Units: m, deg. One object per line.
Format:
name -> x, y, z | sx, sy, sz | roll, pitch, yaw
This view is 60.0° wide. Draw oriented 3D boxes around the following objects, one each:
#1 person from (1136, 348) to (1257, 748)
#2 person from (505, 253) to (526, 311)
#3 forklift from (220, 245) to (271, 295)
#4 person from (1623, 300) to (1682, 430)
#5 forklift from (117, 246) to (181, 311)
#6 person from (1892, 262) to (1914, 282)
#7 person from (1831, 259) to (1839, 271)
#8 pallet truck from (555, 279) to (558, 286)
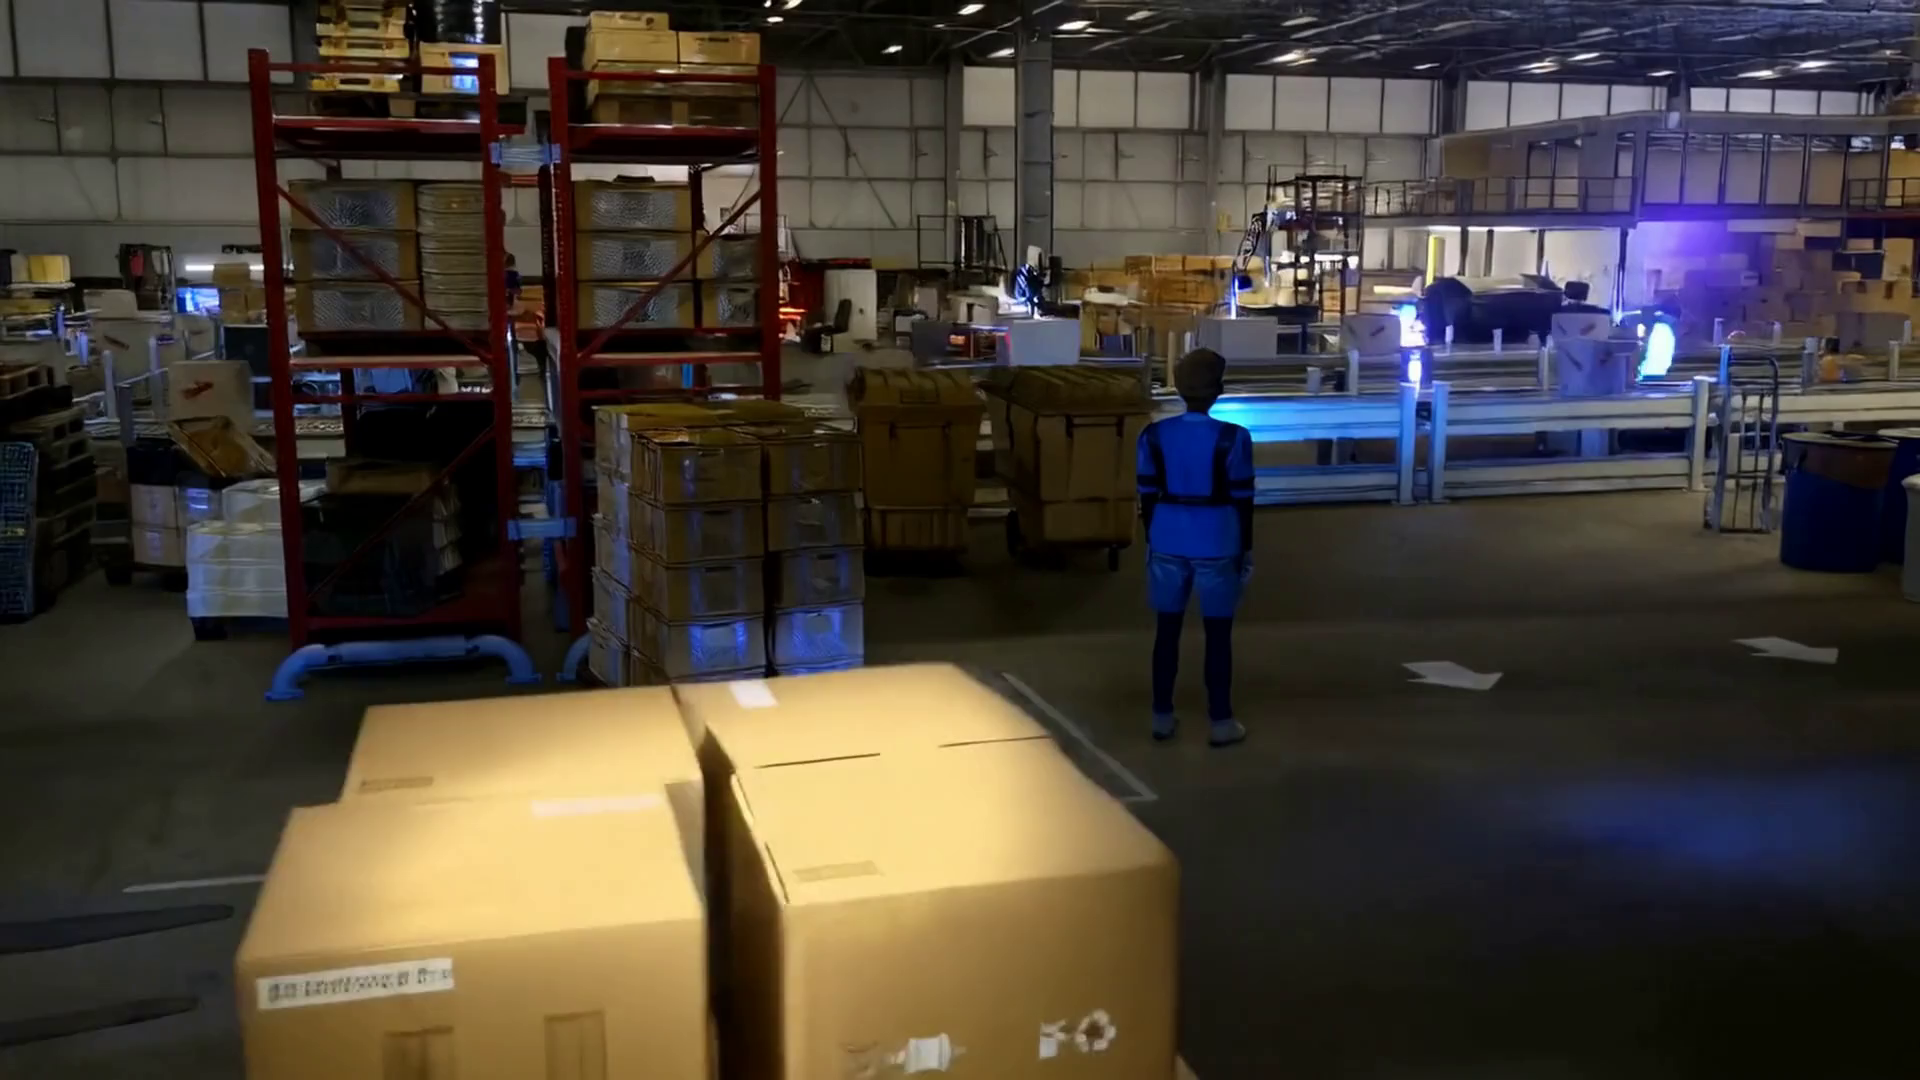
person -> 1.009, 0.038, 7.087 | 0.532, 1.697, 0.320 | 6, 11, 29
person -> -9.612, -5.094, 35.380 | 0.603, 1.988, 1.099 | 7, 12, 36
forklift -> -17.749, -6.334, 41.440 | 1.157, 1.987, 2.680 | -3, 10, -17
person -> 7.132, -1.641, 16.901 | 0.840, 1.576, 0.559 | 1, 10, 3
forklift -> -19.966, -6.232, 40.894 | 1.157, 1.987, 2.680 | -3, 10, -15
person -> 23.007, -5.924, 40.691 | 0.522, 1.747, 0.694 | 0, 10, 0
person -> 23.038, -6.492, 43.815 | 0.522, 1.797, 1.008 | -9, 13, -40
pallet truck -> -10.604, -6.375, 44.520 | 0.653, 1.274, 1.630 | -3, 10, -15
